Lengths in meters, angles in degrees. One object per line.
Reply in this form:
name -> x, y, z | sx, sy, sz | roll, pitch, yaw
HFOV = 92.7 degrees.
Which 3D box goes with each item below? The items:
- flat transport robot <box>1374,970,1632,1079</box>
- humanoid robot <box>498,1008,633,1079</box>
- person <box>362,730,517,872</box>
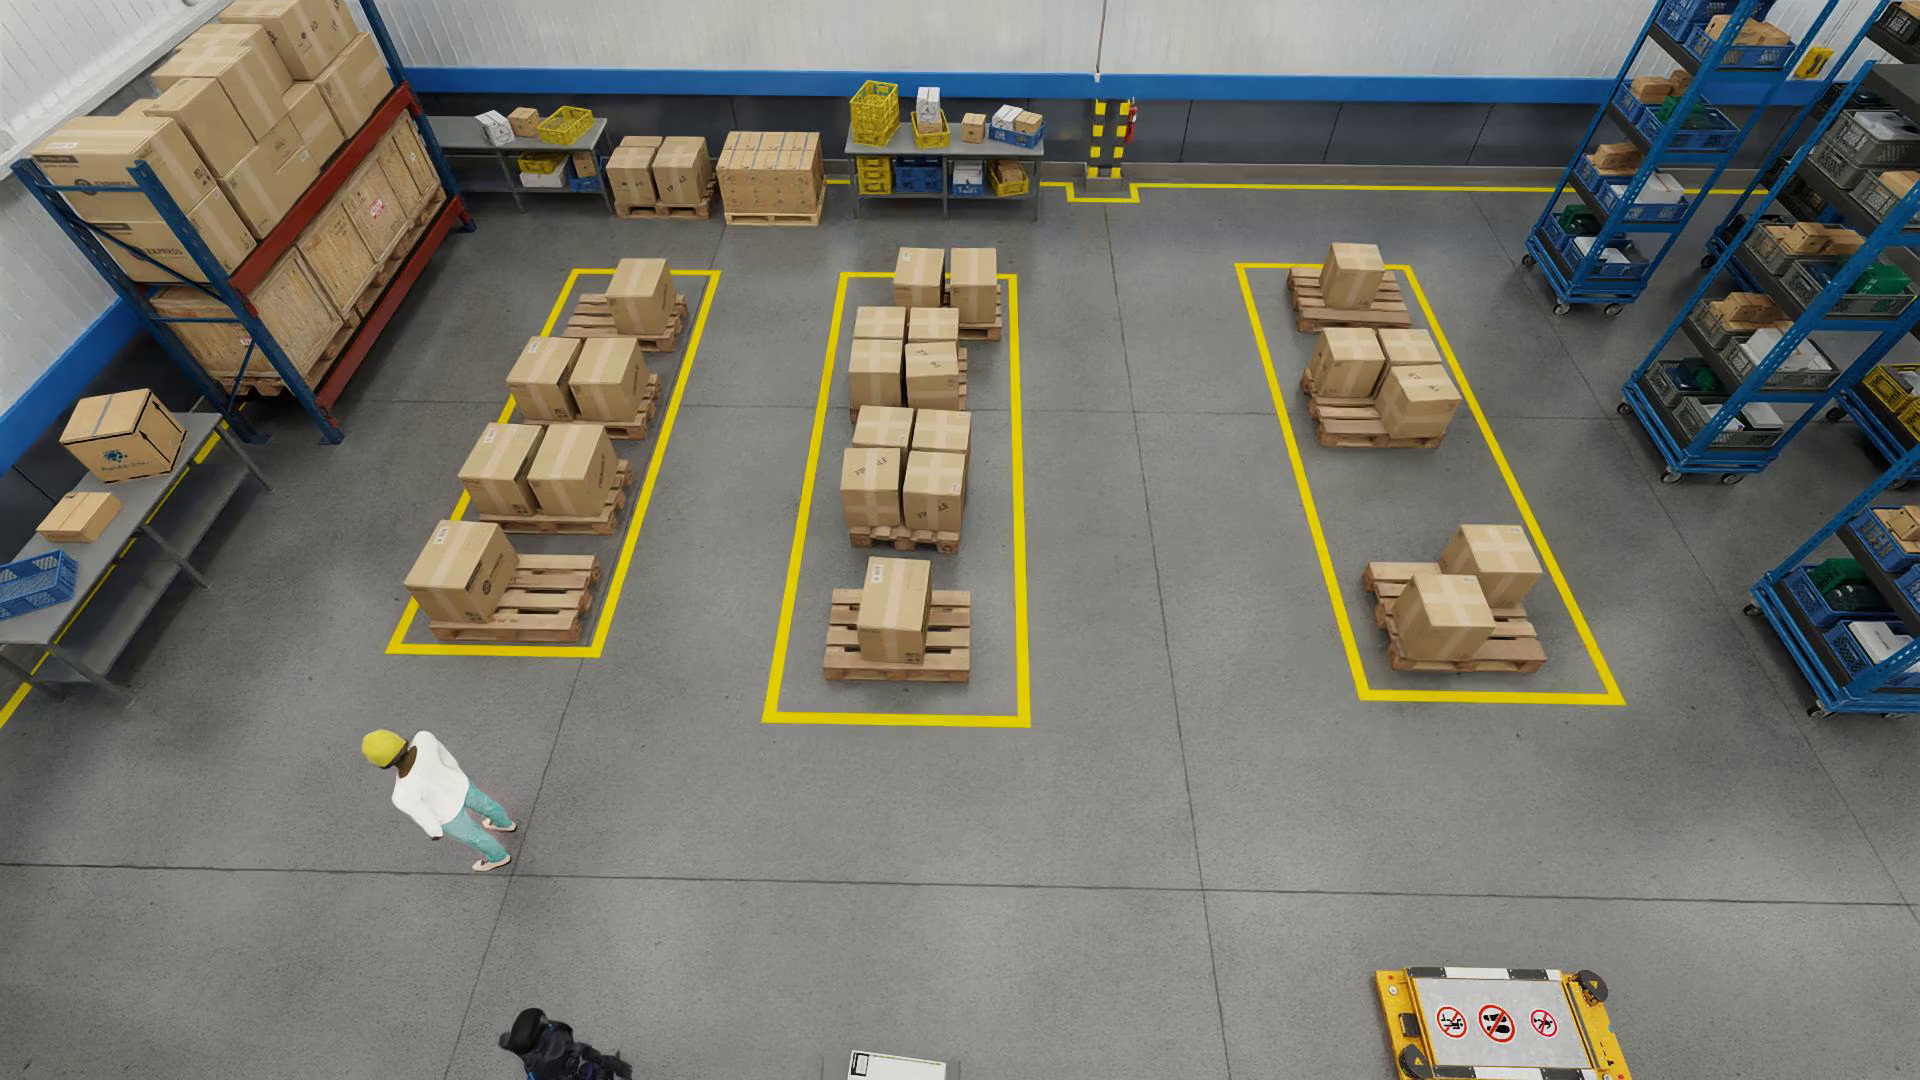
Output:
flat transport robot -> 3.501, 3.133, 5.914 | 1.431, 0.197, 0.652 | 1, 51, 1
humanoid robot -> -2.176, 2.978, 5.147 | 0.576, 1.647, 0.342 | 5, 51, 4
person -> -3.443, 1.734, 6.107 | 0.327, 1.765, 0.524 | -2, 51, -2
